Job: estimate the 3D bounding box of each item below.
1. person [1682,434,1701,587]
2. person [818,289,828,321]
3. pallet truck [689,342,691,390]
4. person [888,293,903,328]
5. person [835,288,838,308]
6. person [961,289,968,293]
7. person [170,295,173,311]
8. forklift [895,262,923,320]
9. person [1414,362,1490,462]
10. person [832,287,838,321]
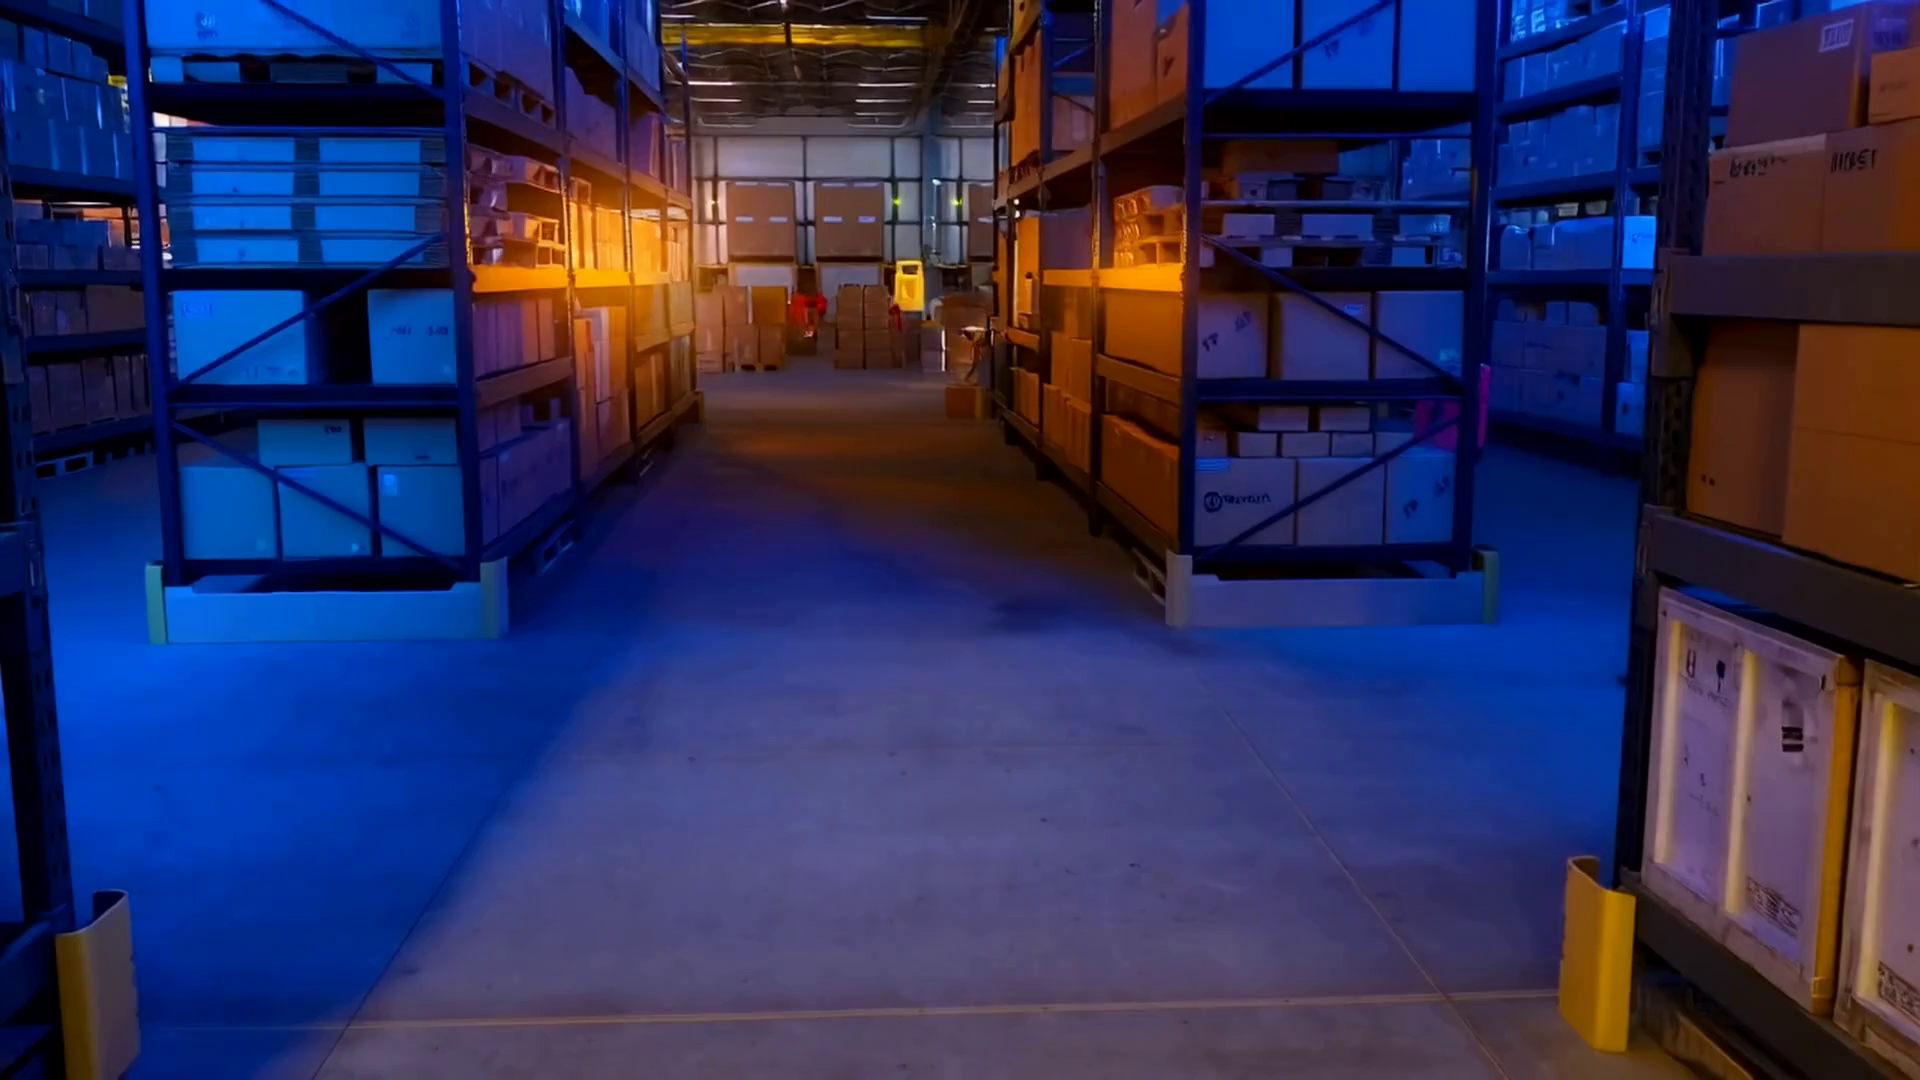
[{"bbox_3d":[4.156,0.100,9.211,0.839,1.582,0.524,3,10,21],"label":"person"},{"bbox_3d":[-5.232,-8.502,62.461,0.778,1.859,0.585,1,9,7],"label":"person"},{"bbox_3d":[-5.225,-3.008,27.480,1.885,1.965,0.823,2,9,14],"label":"pallet truck"},{"bbox_3d":[-1.825,-5.434,43.099,0.931,1.881,0.596,-1,9,-7],"label":"person"},{"bbox_3d":[-4.416,-8.455,62.051,0.374,1.902,0.784,3,10,18],"label":"person"},{"bbox_3d":[0.274,-7.646,56.941,0.982,1.903,0.636,4,10,22],"label":"person"},{"bbox_3d":[-29.539,-8.626,62.794,0.392,1.986,0.610,1,9,5],"label":"person"},{"bbox_3d":[-1.901,-8.824,61.238,1.129,2.768,1.873,-1,9,-4],"label":"forklift"},{"bbox_3d":[4.185,-0.885,14.084,0.610,2.021,0.859,-1,9,-7],"label":"person"},{"bbox_3d":[-4.572,-8.630,62.956,0.545,1.942,0.350,1,9,9],"label":"person"}]
